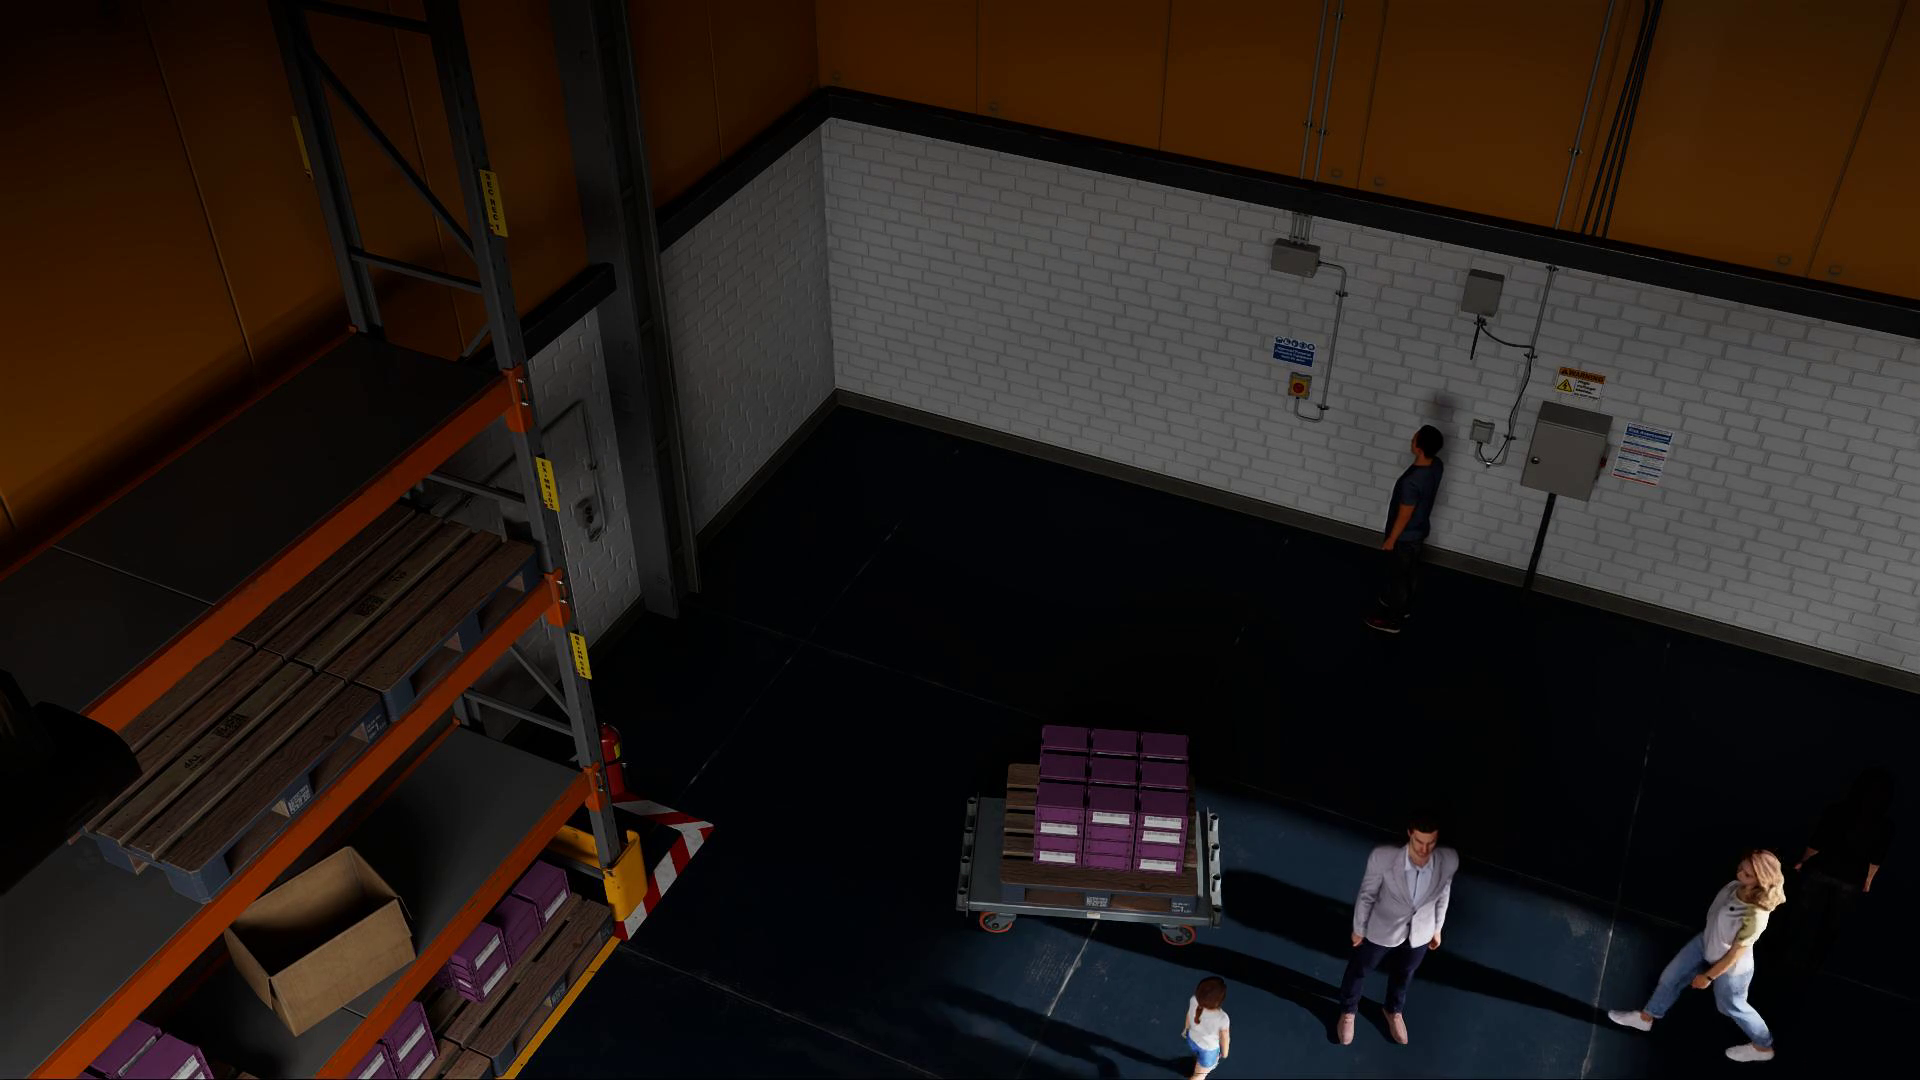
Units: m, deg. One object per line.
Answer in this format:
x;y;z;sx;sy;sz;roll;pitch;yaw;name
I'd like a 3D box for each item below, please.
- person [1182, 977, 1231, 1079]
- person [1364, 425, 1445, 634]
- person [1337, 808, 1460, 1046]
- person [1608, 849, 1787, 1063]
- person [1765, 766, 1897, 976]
1.346;2.827;9.347;0.762;1.006;0.575;-31;48;-33;person
3.341;-0.087;12.352;0.761;1.810;0.562;26;46;29;person
2.498;2.180;9.478;0.759;1.853;0.728;1;39;1;person
4.400;2.395;9.347;0.858;1.680;1.135;8;39;10;person
5.210;1.980;9.898;0.558;1.641;0.482;16;41;19;person
